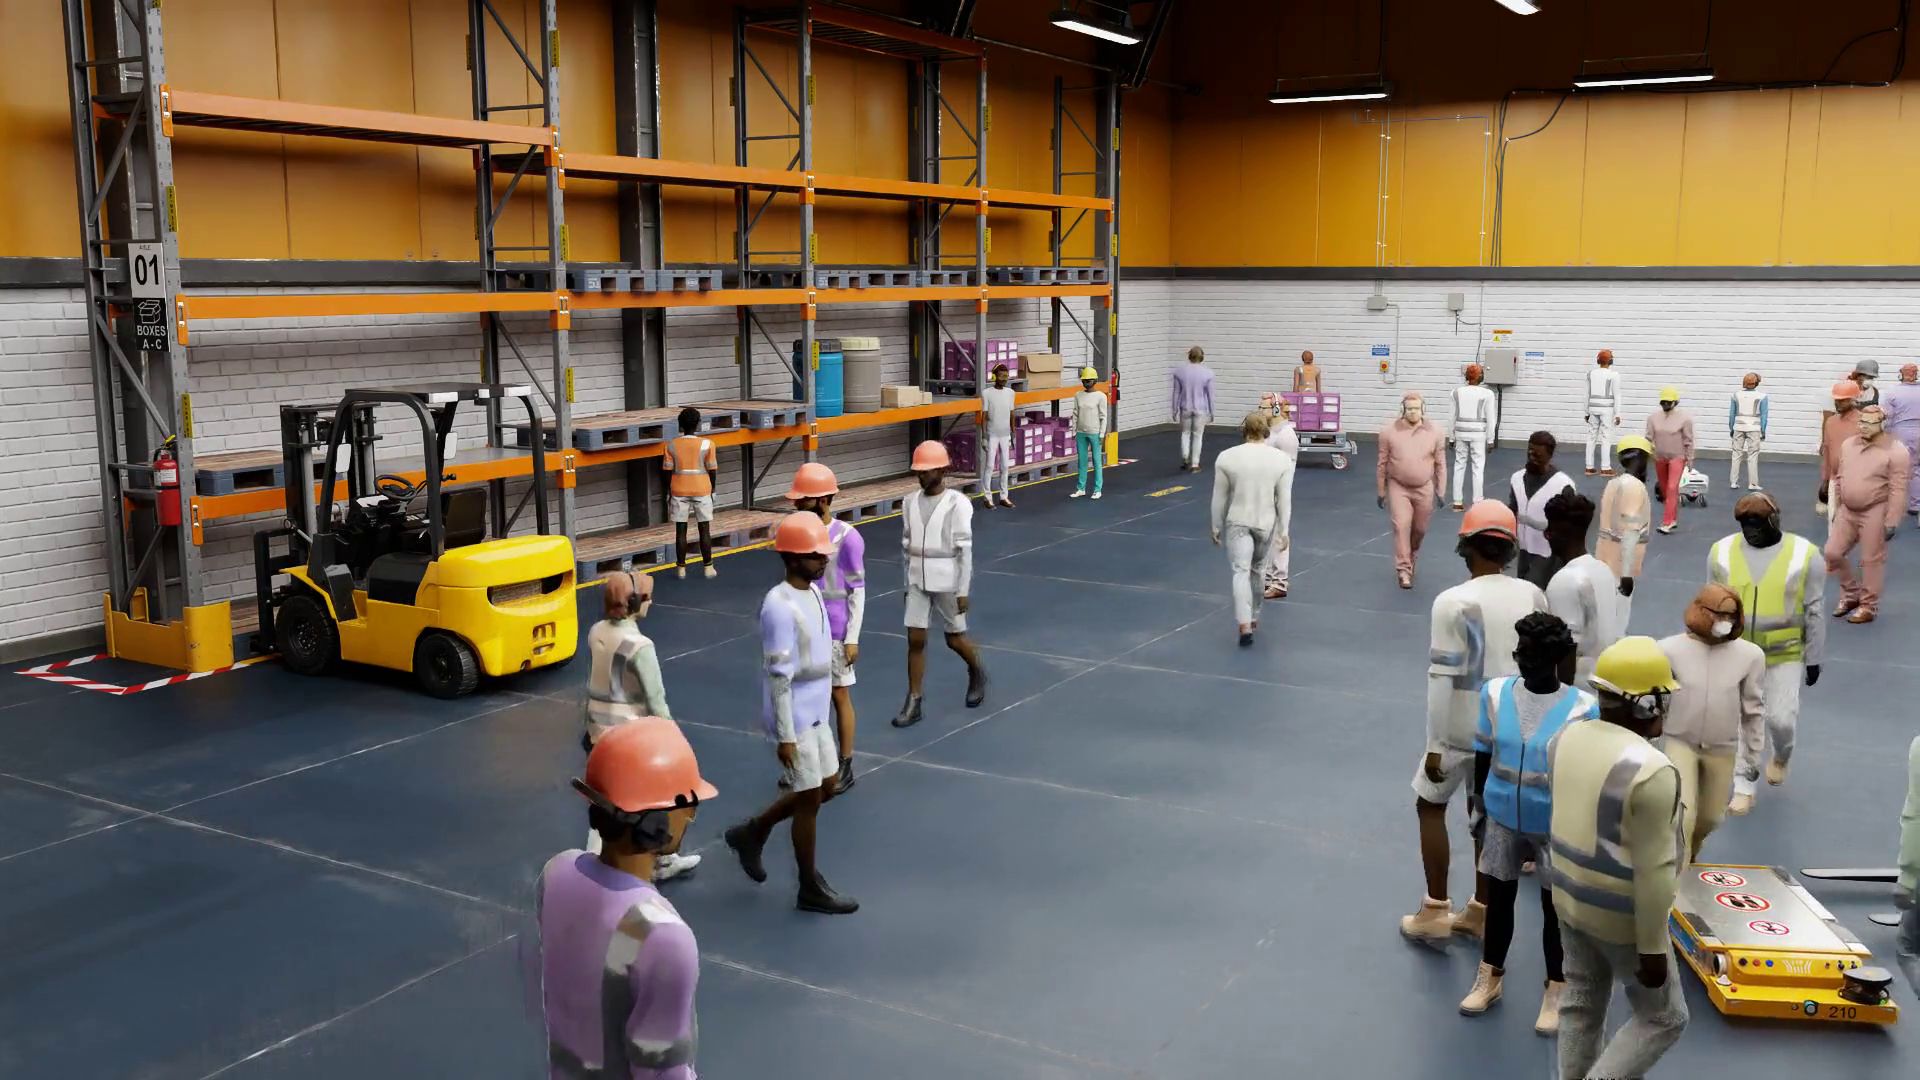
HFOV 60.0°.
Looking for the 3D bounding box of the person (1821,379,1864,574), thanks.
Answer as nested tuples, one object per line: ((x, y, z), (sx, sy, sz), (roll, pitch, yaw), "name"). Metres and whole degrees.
((8.860, -0.617, 16.554), (0.601, 1.970, 0.666), (-3, 10, -20), "person")

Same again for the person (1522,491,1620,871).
((3.003, 0.731, 8.264), (0.685, 1.921, 0.648), (8, 12, 41), "person")

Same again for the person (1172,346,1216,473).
((3.541, -1.964, 25.102), (0.649, 1.919, 0.448), (3, 10, 20), "person")

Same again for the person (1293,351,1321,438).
((6.173, -2.549, 29.632), (0.523, 1.639, 0.306), (-2, 9, -11), "person")

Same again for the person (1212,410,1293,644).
((2.390, -0.113, 13.635), (0.639, 1.903, 0.968), (1, 9, 5), "person")

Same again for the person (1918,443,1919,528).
((11.686, -0.995, 19.681), (0.858, 1.719, 0.535), (-5, 10, -27), "person")

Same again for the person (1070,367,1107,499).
((1.720, -1.428, 22.248), (0.525, 1.769, 0.308), (6, 11, 35), "person")

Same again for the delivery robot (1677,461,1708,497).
((9.451, -0.781, 21.681), (0.477, 0.478, 0.707), (0, 9, 0), "delivery robot")

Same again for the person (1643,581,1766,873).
((3.475, 0.971, 7.833), (0.523, 1.622, 0.723), (2, 9, 13), "person")

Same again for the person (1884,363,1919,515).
((11.757, -1.248, 20.707), (0.637, 1.901, 0.403), (1, 9, 4), "person")

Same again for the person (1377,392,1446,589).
((4.380, -0.509, 16.176), (0.651, 1.875, 0.881), (1, 9, 5), "person")

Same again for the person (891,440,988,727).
((-0.137, 0.267, 11.224), (0.555, 1.912, 0.876), (5, 11, 31), "person")

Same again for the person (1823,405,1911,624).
((7.754, -0.214, 14.266), (0.439, 1.888, 0.685), (-4, 10, -24), "person")

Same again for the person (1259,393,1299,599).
((2.875, -0.414, 15.482), (0.410, 1.909, 0.643), (-2, 9, -14), "person")

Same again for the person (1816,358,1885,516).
((10.698, -1.197, 19.946), (0.712, 2.000, 0.617), (2, 9, 10), "person")

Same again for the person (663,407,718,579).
((-2.649, -0.455, 16.385), (0.535, 1.697, 0.322), (0, 9, -1), "person")

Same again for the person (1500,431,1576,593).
((4.400, 0.100, 12.410), (0.740, 1.869, 0.691), (-4, 10, -25), "person")

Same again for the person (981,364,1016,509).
((0.494, -1.324, 21.313), (0.513, 1.861, 0.327), (-5, 10, -29), "person")

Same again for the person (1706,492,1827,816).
((4.520, 0.617, 9.368), (0.639, 1.814, 0.603), (6, 11, 34), "person")

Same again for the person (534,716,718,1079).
((-0.827, 1.396, 3.913), (0.626, 2.006, 1.015), (9, 13, 44), "person")

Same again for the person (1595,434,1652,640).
((4.679, 0.209, 11.707), (0.382, 1.878, 0.721), (2, 9, 9), "person")

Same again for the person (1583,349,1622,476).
((9.564, -1.890, 24.756), (0.348, 1.884, 0.584), (-7, 12, -38), "person")

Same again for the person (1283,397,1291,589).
((2.981, -0.452, 15.912), (0.325, 1.842, 0.513), (0, 9, -1), "person")

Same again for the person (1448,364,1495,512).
((6.419, -1.269, 20.890), (0.576, 1.881, 0.352), (7, 11, 37), "person")

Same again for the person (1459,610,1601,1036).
((2.279, 1.113, 6.615), (0.532, 1.692, 0.322), (8, 12, 40), "person")

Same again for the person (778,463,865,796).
((-0.807, 0.513, 9.608), (0.547, 1.934, 0.375), (6, 11, 34), "person")

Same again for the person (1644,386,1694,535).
((8.214, -0.931, 19.304), (0.881, 1.703, 0.532), (-8, 12, -42), "person")

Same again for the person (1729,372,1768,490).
((10.956, -1.509, 23.140), (0.315, 1.641, 0.515), (-8, 12, -41), "person")

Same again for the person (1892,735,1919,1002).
((3.674, 1.243, 6.049), (0.526, 1.607, 0.447), (-1, 9, -4), "person")

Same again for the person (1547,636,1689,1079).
((2.185, 1.218, 5.553), (0.420, 1.819, 0.620), (-2, 9, -14), "person")

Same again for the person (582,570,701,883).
((-1.517, 0.940, 7.935), (0.790, 1.601, 0.540), (-7, 11, -37), "person")

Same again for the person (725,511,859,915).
((-0.808, 0.808, 7.811), (0.622, 1.921, 0.550), (3, 9, 16), "person")

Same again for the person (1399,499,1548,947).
((2.255, 0.820, 7.425), (0.636, 2.022, 0.527), (-4, 10, -24), "person")

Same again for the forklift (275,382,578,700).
((-3.974, -0.067, 12.417), (2.313, 2.155, 1.214), (5, 11, 30), "forklift")

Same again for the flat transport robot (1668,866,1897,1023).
((3.471, 1.710, 7.308), (0.652, 0.197, 1.431), (1, 9, 7), "flat transport robot")
